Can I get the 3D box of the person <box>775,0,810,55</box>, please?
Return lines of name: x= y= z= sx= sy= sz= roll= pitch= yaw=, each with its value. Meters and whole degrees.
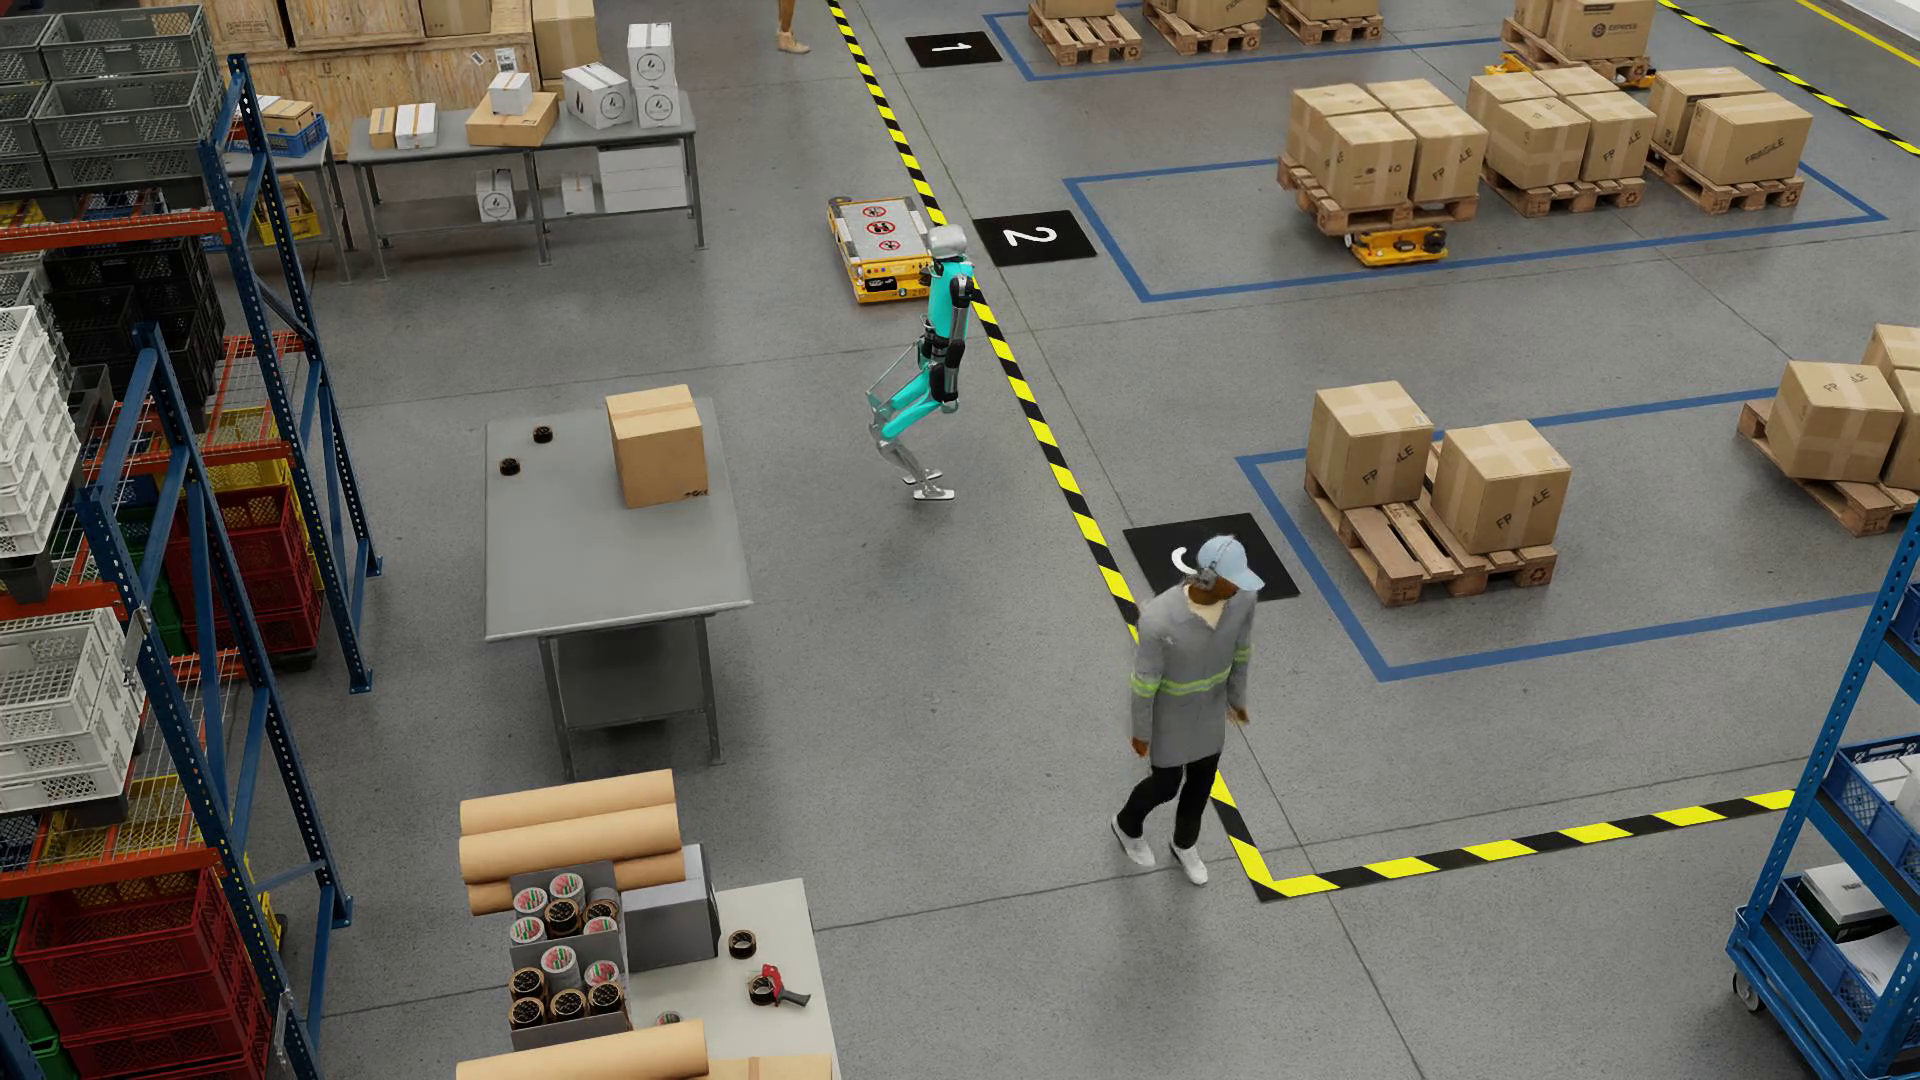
person: x=-1.597 y=-5.631 z=15.673 sx=0.497 sy=2.009 sz=0.660 roll=-18 pitch=40 yaw=-23

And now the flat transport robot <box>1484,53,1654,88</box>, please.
flat transport robot: x=5.673 y=-4.357 z=15.386 sx=1.431 sy=0.197 sz=0.652 roll=-8 pitch=37 yaw=-10

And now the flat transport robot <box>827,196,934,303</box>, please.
flat transport robot: x=-0.570 y=-2.220 z=12.538 sx=0.659 sy=0.231 sz=1.431 roll=-8 pitch=37 yaw=-10

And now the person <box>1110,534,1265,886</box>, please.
person: x=1.013 y=0.751 z=7.250 sx=0.618 sy=1.843 sz=0.439 roll=-16 pitch=40 yaw=-20

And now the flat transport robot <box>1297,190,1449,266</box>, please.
flat transport robot: x=3.201 y=-2.564 z=12.976 sx=0.652 sy=0.197 sz=1.431 roll=-8 pitch=37 yaw=-10

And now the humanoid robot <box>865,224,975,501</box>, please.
humanoid robot: x=-0.281 y=-0.980 z=9.528 sx=0.735 sy=1.677 sz=0.533 roll=-8 pitch=37 yaw=-11
